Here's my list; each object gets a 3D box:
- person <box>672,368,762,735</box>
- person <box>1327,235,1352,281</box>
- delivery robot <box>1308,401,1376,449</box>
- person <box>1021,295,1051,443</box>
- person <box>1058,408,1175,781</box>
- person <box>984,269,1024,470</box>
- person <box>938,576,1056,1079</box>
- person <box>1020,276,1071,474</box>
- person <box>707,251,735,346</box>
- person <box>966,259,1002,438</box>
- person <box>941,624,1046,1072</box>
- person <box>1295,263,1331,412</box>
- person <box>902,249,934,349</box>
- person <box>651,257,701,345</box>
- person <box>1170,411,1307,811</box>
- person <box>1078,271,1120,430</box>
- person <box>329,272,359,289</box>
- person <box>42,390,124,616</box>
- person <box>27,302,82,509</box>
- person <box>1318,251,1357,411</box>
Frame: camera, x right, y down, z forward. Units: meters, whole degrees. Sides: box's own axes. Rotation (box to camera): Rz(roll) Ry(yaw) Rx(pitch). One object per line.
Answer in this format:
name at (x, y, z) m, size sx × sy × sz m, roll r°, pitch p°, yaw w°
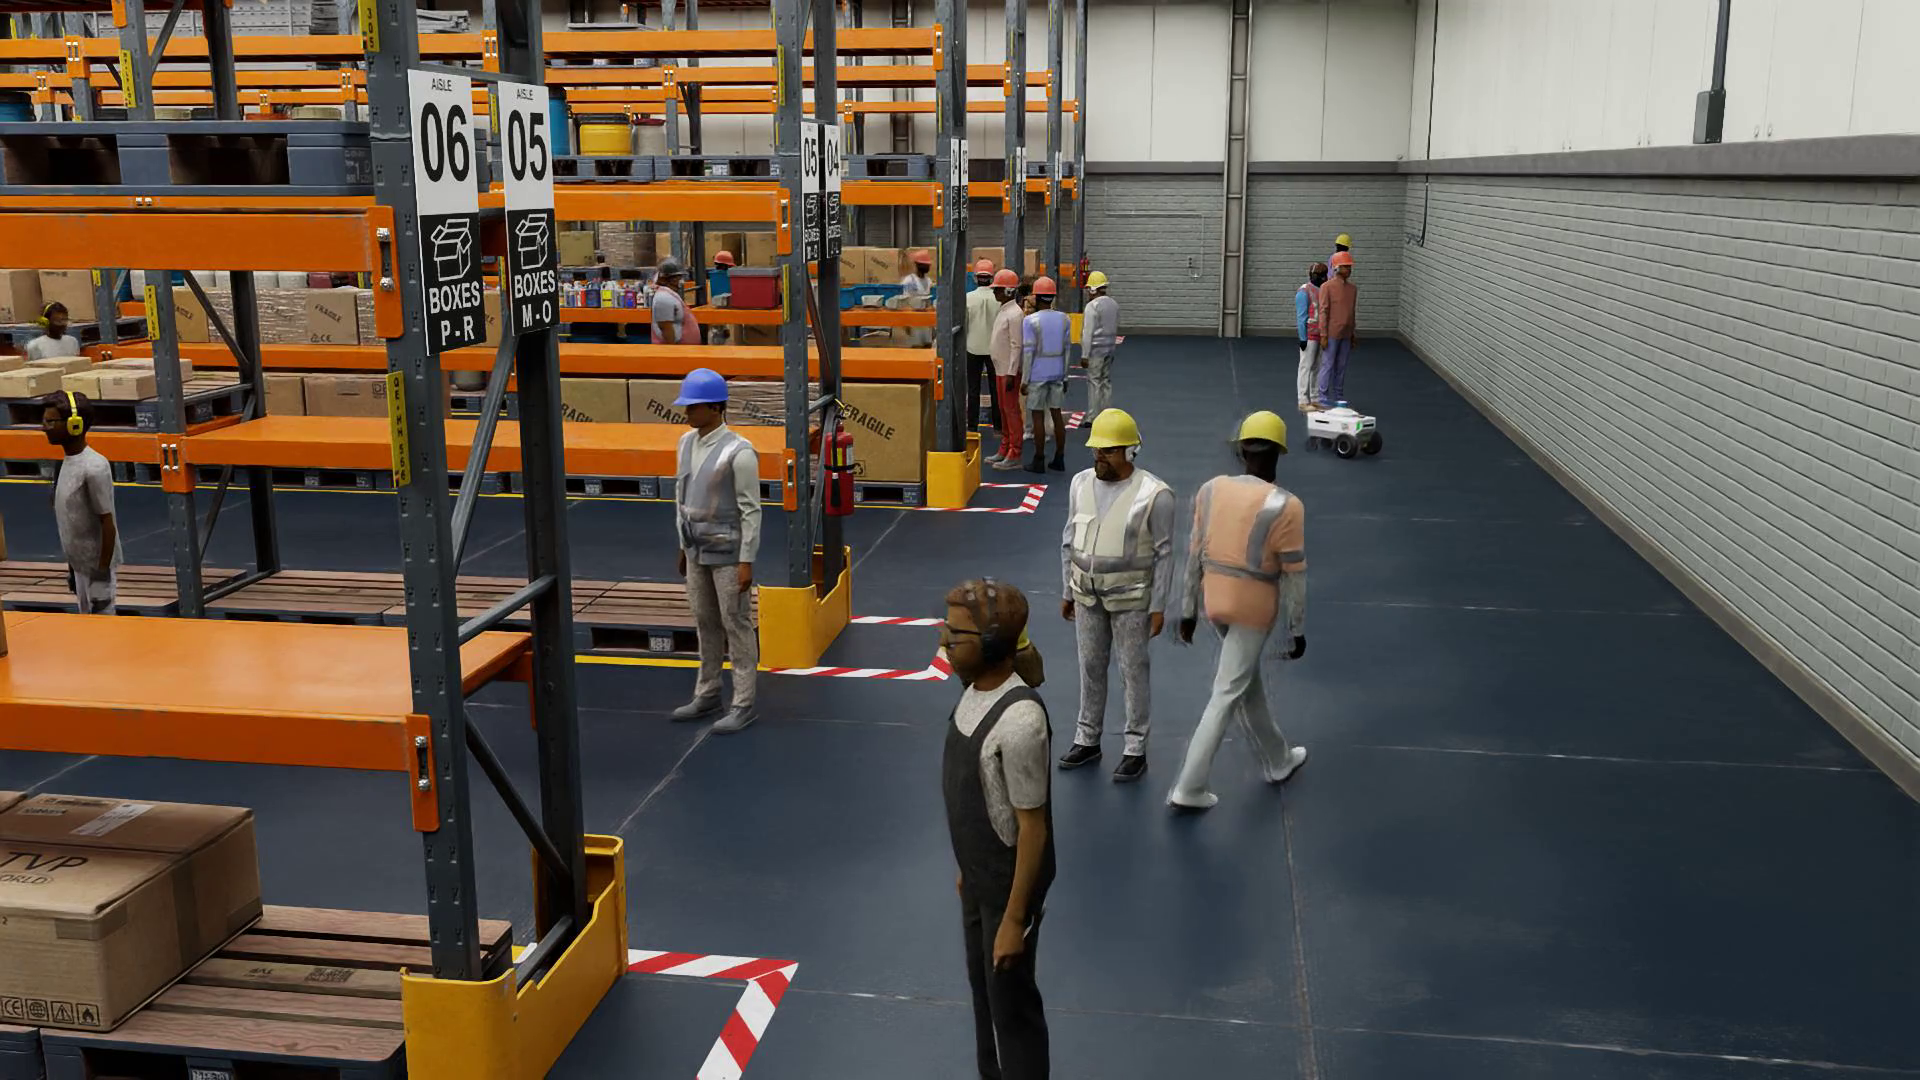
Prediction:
person at (-1.299, 0.058, 8.822) m, size 0.606 × 1.947 × 0.406 m, roll 12°, pitch 17°, yaw 42°
person at (6.330, -4.146, 27.878) m, size 0.397 × 1.914 × 0.589 m, roll 1°, pitch 13°, yaw 6°
delivery robot at (4.021, -1.218, 17.538) m, size 0.477 × 0.478 × 0.707 m, roll -10°, pitch 16°, yaw -39°
person at (0.818, -1.881, 18.301) m, size 0.523 × 1.631 × 0.315 m, roll 11°, pitch 17°, yaw 41°
person at (0.743, 0.264, 8.152) m, size 0.600 × 1.831 × 0.404 m, roll 9°, pitch 15°, yaw 35°
person at (0.468, -1.707, 16.681) m, size 0.376 × 1.995 × 0.609 m, roll -3°, pitch 13°, yaw -12°
person at (0.096, 1.001, 4.799) m, size 0.349 × 1.846 × 0.506 m, roll -3°, pitch 13°, yaw -15°
person at (0.829, -1.630, 16.468) m, size 0.552 × 1.935 × 0.374 m, roll -7°, pitch 14°, yaw -29°
person at (-3.169, -2.883, 22.180) m, size 0.420 × 1.920 × 0.543 m, roll -5°, pitch 13°, yaw -20°
person at (0.268, -2.118, 18.536) m, size 0.622 × 1.993 × 0.384 m, roll -1°, pitch 13°, yaw -6°
person at (0.103, 1.013, 4.998) m, size 0.320 × 1.736 × 0.486 m, roll 0°, pitch 12°, yaw -2°
person at (4.437, -2.522, 20.713) m, size 0.627 × 1.844 × 0.429 m, roll -11°, pitch 17°, yaw -41°
person at (-0.583, -2.974, 22.557) m, size 0.552 × 1.923 × 0.552 m, roll 11°, pitch 16°, yaw 40°
person at (-3.112, -2.082, 18.269) m, size 0.535 × 2.000 × 0.673 m, roll -2°, pitch 13°, yaw -9°
person at (1.339, 0.332, 7.810) m, size 0.988 × 1.852 × 0.599 m, roll -9°, pitch 15°, yaw -36°
person at (1.595, -2.182, 19.230) m, size 0.403 × 1.825 × 0.601 m, roll 10°, pitch 16°, yaw 37°
person at (-7.402, -2.370, 20.033) m, size 0.429 × 1.841 × 0.625 m, roll 5°, pitch 13°, yaw 22°
person at (-4.477, 0.160, 8.536) m, size 0.328 × 1.873 × 0.521 m, roll -11°, pitch 17°, yaw -41°
person at (-7.730, -1.144, 14.517) m, size 0.817 × 1.836 × 0.552 m, roll 3°, pitch 13°, yaw 15°
person at (4.634, -2.528, 20.383) m, size 0.613 × 1.997 × 0.374 m, roll -9°, pitch 15°, yaw -36°
